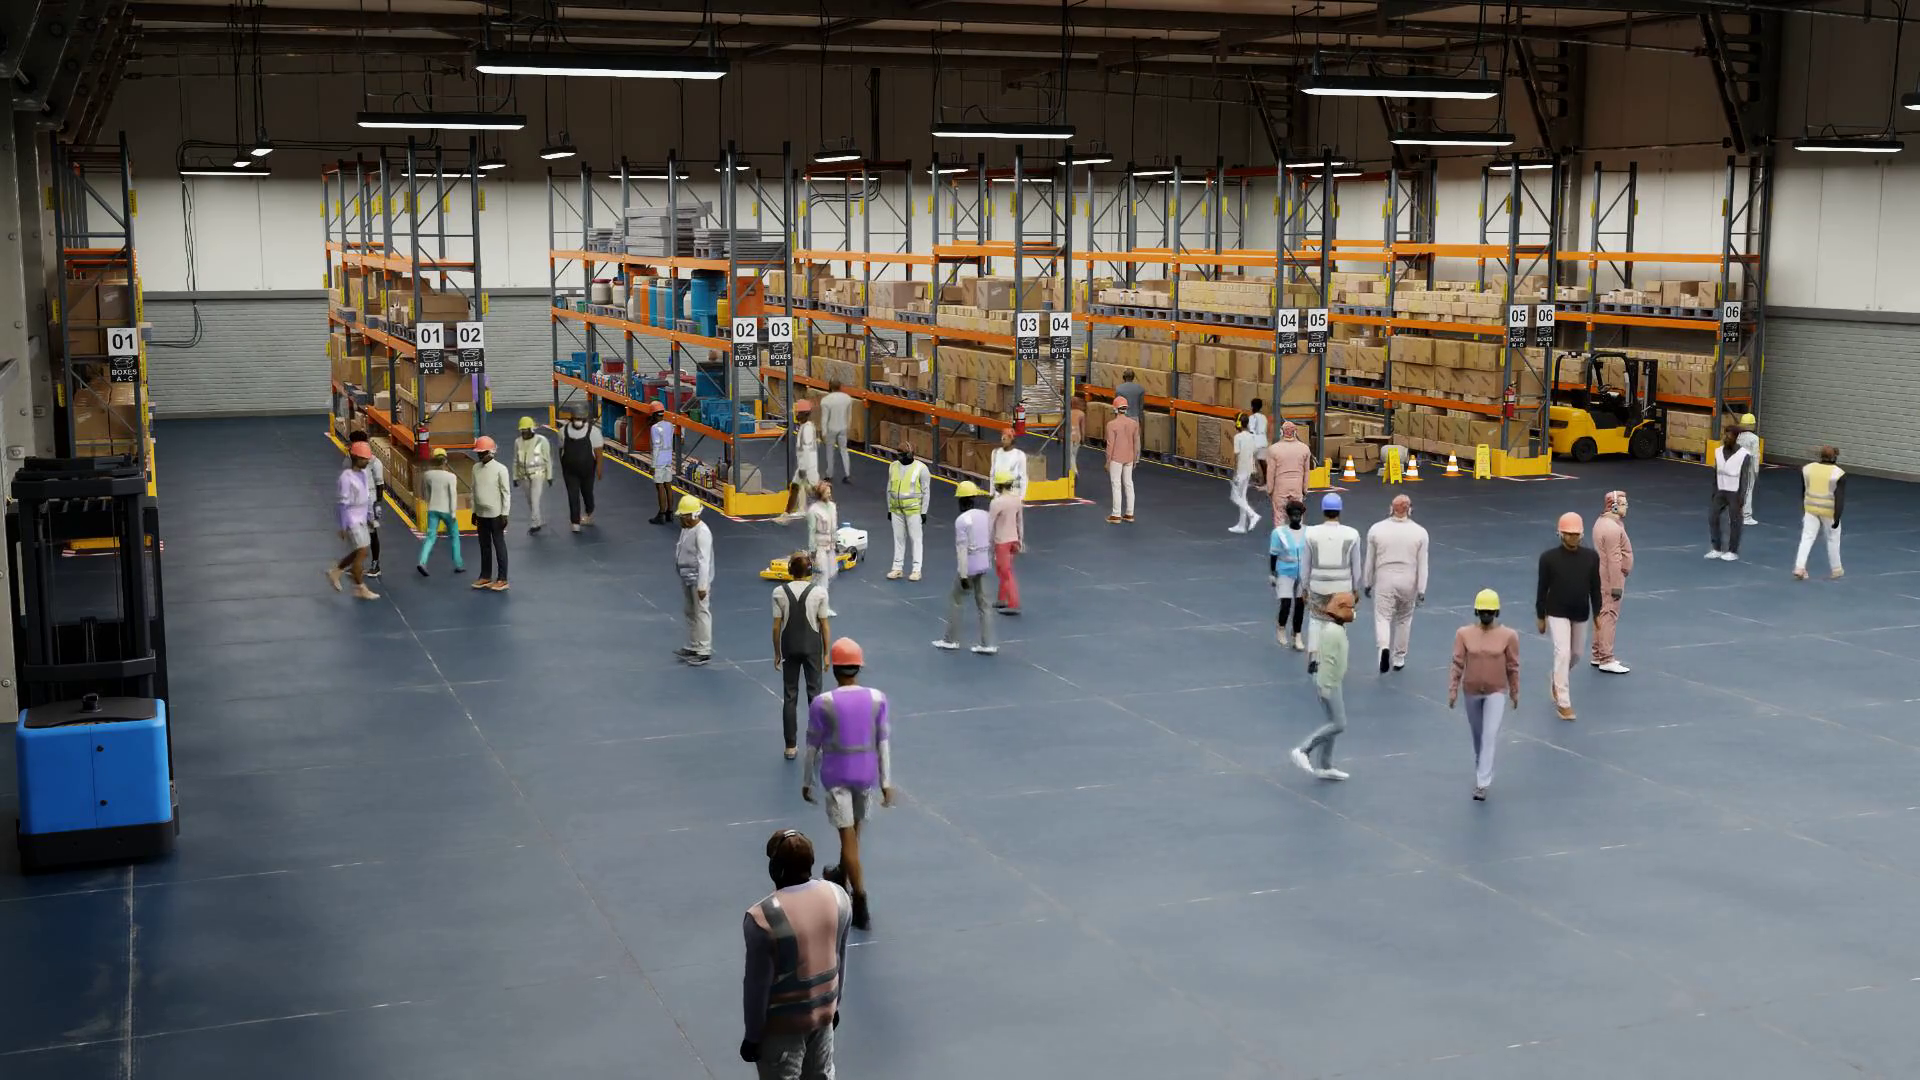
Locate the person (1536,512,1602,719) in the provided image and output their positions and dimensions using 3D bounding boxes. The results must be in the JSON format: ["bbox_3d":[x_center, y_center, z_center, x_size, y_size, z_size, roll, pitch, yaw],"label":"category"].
[{"bbox_3d":[5.844,0.681,20.215,0.604,1.971,0.883,-1,9,-6],"label":"person"}]

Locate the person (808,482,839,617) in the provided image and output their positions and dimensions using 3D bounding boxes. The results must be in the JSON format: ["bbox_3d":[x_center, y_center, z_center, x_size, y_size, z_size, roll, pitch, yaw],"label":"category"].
[{"bbox_3d":[-1.694,0.093,25.235,0.495,1.629,0.526,5,10,31],"label":"person"}]

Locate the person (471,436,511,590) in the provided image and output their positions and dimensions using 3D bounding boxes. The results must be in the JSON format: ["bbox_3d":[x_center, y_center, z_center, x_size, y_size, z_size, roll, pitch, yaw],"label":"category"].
[{"bbox_3d":[-6.080,-0.351,27.007,0.623,1.989,0.400,5,10,31],"label":"person"}]

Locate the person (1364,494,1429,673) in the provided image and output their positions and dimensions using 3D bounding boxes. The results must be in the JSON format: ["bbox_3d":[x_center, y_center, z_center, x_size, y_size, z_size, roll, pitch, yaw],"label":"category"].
[{"bbox_3d":[4.570,0.466,21.933,0.659,1.881,0.784,2,9,13],"label":"person"}]

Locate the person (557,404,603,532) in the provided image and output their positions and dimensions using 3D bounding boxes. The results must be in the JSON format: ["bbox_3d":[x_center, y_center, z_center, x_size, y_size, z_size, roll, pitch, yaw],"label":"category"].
[{"bbox_3d":[-5.878,-1.176,32.492,0.695,2.000,0.926,-1,9,-6],"label":"person"}]

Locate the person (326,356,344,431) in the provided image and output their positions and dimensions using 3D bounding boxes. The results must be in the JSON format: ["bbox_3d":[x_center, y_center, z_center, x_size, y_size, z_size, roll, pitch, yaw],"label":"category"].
[{"bbox_3d":[-14.232,-3.398,47.594,0.559,1.908,0.684,-4,10,-27],"label":"person"}]

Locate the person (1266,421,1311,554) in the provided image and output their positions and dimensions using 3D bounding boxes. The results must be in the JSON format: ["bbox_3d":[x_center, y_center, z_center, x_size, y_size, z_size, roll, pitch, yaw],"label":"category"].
[{"bbox_3d":[4.662,-0.737,29.867,0.641,1.908,0.407,-2,9,-10],"label":"person"}]

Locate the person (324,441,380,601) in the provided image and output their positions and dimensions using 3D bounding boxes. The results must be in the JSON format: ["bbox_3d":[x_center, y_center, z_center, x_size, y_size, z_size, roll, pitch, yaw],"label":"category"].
[{"bbox_3d":[-7.641,-0.244,26.239,0.721,2.013,0.644,1,9,9],"label":"person"}]

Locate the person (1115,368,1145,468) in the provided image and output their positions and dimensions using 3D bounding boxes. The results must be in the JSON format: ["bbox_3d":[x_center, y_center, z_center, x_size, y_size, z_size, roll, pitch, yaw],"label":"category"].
[{"bbox_3d":[3.270,-2.355,40.547,0.627,1.941,0.373,-4,9,-25],"label":"person"}]

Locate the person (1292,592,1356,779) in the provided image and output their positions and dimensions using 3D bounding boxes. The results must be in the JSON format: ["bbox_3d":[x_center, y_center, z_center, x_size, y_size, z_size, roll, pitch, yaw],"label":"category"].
[{"bbox_3d":[3.104,1.230,17.689,0.431,1.614,0.527,3,9,17],"label":"person"}]

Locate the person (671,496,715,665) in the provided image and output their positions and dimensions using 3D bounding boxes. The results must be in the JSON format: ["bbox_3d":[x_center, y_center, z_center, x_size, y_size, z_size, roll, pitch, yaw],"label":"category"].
[{"bbox_3d":[-2.848,0.425,22.450,0.435,1.816,0.625,-4,9,-24],"label":"person"}]

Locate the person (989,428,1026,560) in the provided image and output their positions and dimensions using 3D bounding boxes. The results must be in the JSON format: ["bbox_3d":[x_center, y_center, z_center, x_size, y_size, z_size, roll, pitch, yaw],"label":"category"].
[{"bbox_3d":[0.693,-0.658,29.458,0.591,1.869,0.624,7,11,38],"label":"person"}]

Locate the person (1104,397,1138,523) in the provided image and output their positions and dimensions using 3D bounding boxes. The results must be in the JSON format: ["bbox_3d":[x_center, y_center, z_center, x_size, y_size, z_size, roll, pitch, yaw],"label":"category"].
[{"bbox_3d":[2.536,-1.273,33.145,0.622,1.992,0.396,-6,10,-34],"label":"person"}]

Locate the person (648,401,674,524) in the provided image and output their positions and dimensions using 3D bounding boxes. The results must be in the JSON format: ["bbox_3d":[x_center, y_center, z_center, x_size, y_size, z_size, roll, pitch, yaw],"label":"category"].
[{"bbox_3d":[-4.746,-1.231,33.094,0.375,1.927,0.543,4,9,23],"label":"person"}]

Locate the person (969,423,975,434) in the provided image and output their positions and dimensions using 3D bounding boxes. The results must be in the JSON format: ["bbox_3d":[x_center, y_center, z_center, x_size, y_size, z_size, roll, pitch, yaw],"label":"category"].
[{"bbox_3d":[0.278,-3.382,47.619,0.601,1.880,0.974,-2,9,-10],"label":"person"}]

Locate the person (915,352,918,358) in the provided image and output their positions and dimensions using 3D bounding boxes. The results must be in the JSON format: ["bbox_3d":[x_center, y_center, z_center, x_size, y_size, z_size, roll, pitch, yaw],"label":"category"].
[{"bbox_3d":[-0.897,-4.089,52.462,0.590,1.847,0.827,2,9,15],"label":"person"}]

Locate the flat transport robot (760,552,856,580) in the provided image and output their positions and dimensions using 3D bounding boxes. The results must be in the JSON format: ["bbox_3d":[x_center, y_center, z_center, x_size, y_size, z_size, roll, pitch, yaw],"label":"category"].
[{"bbox_3d":[-2.045,0.333,28.304,0.652,0.197,1.431,5,10,28],"label":"flat transport robot"}]

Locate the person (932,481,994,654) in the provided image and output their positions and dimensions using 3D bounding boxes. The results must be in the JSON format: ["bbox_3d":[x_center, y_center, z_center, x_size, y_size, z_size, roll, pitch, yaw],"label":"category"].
[{"bbox_3d":[0.050,0.294,23.026,0.858,1.892,0.590,7,11,40],"label":"person"}]

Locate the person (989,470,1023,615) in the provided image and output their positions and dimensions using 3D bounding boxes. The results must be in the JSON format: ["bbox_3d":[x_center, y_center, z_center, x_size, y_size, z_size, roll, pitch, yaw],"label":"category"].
[{"bbox_3d":[0.472,0.024,25.358,0.670,1.743,0.528,6,11,36],"label":"person"}]

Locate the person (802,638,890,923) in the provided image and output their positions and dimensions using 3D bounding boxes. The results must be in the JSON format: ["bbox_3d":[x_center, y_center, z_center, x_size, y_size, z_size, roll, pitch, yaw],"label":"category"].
[{"bbox_3d":[-0.790,1.604,14.332,0.565,1.883,0.984,-4,9,-23],"label":"person"}]

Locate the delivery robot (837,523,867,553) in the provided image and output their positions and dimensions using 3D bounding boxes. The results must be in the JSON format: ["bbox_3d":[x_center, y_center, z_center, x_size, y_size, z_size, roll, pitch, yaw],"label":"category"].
[{"bbox_3d":[-1.581,0.002,29.253,0.477,0.478,0.707,4,9,25],"label":"delivery robot"}]

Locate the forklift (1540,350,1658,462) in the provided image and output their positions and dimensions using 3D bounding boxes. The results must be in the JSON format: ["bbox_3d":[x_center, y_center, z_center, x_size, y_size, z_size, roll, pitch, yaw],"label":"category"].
[{"bbox_3d":[12.897,-2.725,42.309,2.313,2.155,1.214,-3,9,-21],"label":"forklift"}]

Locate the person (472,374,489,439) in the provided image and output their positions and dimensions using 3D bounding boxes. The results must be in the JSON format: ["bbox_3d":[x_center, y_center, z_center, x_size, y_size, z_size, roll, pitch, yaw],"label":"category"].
[{"bbox_3d":[-10.420,-2.975,45.096,0.599,1.803,0.908,-2,9,-13],"label":"person"}]

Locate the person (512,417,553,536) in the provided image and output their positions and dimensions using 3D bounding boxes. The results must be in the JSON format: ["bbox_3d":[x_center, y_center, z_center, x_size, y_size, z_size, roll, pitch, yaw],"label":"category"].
[{"bbox_3d":[-6.544,-0.959,31.695,0.610,1.800,0.752,3,9,22],"label":"person"}]

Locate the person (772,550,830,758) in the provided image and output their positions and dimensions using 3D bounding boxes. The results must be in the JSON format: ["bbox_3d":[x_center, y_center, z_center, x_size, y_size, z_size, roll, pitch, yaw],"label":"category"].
[{"bbox_3d":[-1.398,1.003,18.468,0.507,1.846,0.351,1,9,7],"label":"person"}]

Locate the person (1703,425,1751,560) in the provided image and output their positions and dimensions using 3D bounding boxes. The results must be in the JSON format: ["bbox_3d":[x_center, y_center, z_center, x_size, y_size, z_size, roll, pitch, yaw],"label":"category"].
[{"bbox_3d":[10.708,-0.653,29.313,0.660,1.897,0.620,-5,10,-32],"label":"person"}]

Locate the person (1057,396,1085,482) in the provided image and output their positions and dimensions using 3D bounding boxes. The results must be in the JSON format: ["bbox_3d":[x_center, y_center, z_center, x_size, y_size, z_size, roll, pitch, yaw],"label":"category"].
[{"bbox_3d":[2.050,-1.829,38.111,0.513,1.615,0.639,-3,9,-22],"label":"person"}]

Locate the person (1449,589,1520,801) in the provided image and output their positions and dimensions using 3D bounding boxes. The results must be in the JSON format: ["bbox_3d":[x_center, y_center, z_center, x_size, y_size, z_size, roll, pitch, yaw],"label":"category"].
[{"bbox_3d":[4.311,1.248,17.239,0.545,1.718,0.929,4,9,23],"label":"person"}]

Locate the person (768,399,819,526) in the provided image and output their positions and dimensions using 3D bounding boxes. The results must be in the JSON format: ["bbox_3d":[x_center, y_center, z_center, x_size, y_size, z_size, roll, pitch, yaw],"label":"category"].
[{"bbox_3d":[-2.443,-1.197,32.677,1.036,1.987,0.626,-2,9,-13],"label":"person"}]

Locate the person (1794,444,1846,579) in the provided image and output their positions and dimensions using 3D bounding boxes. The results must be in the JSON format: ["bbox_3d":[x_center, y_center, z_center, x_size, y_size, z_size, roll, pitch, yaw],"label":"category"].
[{"bbox_3d":[11.461,-0.378,27.833,0.913,1.808,0.628,-8,12,-44],"label":"person"}]

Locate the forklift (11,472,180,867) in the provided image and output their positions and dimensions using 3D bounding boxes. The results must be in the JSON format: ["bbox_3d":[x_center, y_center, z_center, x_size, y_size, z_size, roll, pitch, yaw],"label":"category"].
[{"bbox_3d":[-6.630,0.886,15.957,1.129,2.768,1.873,-3,9,-21],"label":"forklift"}]

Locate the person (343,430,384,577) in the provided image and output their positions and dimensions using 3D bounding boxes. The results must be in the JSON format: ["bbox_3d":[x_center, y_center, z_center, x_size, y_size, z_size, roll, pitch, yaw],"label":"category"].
[{"bbox_3d":[-8.010,-0.495,28.049,0.613,1.965,0.361,3,9,18],"label":"person"}]

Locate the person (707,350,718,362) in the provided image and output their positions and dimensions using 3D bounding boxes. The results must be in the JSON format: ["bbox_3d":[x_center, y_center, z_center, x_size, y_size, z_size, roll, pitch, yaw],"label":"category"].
[{"bbox_3d":[-6.087,-3.925,52.057,0.607,1.617,0.509,0,9,-3],"label":"person"}]

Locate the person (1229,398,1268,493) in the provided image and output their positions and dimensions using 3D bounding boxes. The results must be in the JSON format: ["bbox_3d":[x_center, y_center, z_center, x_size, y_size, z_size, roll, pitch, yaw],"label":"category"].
[{"bbox_3d":[5.175,-1.680,37.010,0.857,1.639,0.567,8,12,43],"label":"person"}]

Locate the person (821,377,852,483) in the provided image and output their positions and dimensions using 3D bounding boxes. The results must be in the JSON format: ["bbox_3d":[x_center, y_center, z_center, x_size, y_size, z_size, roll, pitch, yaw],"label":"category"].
[{"bbox_3d":[-2.257,-2.006,38.293,0.638,1.942,0.498,-4,10,-27],"label":"person"}]

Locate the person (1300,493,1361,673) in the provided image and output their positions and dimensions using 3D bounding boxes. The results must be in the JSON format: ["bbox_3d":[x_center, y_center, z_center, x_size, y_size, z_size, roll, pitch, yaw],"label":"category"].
[{"bbox_3d":[3.838,0.474,21.704,0.609,1.932,0.459,2,9,15],"label":"person"}]

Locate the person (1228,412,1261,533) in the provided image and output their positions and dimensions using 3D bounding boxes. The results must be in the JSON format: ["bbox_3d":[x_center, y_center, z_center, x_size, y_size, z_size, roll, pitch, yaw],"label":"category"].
[{"bbox_3d":[4.359,-1.019,31.917,0.556,1.859,0.518,8,11,42],"label":"person"}]

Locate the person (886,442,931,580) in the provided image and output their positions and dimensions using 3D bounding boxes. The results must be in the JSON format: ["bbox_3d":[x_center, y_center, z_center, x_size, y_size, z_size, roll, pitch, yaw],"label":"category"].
[{"bbox_3d":[-0.704,-0.388,27.768,0.624,1.841,0.430,5,10,29],"label":"person"}]

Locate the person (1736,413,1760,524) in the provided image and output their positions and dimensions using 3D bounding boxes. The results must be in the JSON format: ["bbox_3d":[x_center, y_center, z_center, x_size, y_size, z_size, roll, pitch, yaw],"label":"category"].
[{"bbox_3d":[12.370,-1.125,32.995,0.307,1.743,0.494,-7,11,-38],"label":"person"}]

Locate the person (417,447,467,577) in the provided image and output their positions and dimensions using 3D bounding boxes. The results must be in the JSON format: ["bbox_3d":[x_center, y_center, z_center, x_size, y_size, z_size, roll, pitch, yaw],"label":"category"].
[{"bbox_3d":[-7.003,-0.379,28.124,0.514,1.724,0.847,2,9,16],"label":"person"}]

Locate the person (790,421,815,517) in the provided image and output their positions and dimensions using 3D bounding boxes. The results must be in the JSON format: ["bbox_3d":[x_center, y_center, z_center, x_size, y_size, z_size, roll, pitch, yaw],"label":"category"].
[{"bbox_3d":[-2.445,-1.193,33.868,0.609,1.613,0.509,-2,9,-14],"label":"person"}]

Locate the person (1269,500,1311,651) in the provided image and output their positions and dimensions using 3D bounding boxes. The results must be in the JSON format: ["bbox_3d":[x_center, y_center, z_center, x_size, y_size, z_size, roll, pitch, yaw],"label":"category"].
[{"bbox_3d":[3.686,0.388,23.097,0.553,1.677,0.350,-1,9,-10],"label":"person"}]

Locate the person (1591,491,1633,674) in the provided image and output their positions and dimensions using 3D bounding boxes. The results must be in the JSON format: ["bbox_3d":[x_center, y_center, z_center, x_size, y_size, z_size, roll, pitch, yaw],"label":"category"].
[{"bbox_3d":[6.884,0.429,22.095,0.409,1.908,0.639,1,9,4],"label":"person"}]

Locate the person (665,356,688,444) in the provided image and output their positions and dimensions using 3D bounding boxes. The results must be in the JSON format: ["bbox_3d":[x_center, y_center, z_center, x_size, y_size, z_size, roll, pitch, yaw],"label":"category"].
[{"bbox_3d":[-6.126,-3.025,45.016,0.603,1.938,0.402,1,9,8],"label":"person"}]

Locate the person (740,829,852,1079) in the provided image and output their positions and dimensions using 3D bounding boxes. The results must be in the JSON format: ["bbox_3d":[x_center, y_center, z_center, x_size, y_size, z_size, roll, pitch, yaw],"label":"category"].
[{"bbox_3d":[-0.806,2.277,9.986,0.429,1.844,0.625,8,11,42],"label":"person"}]
